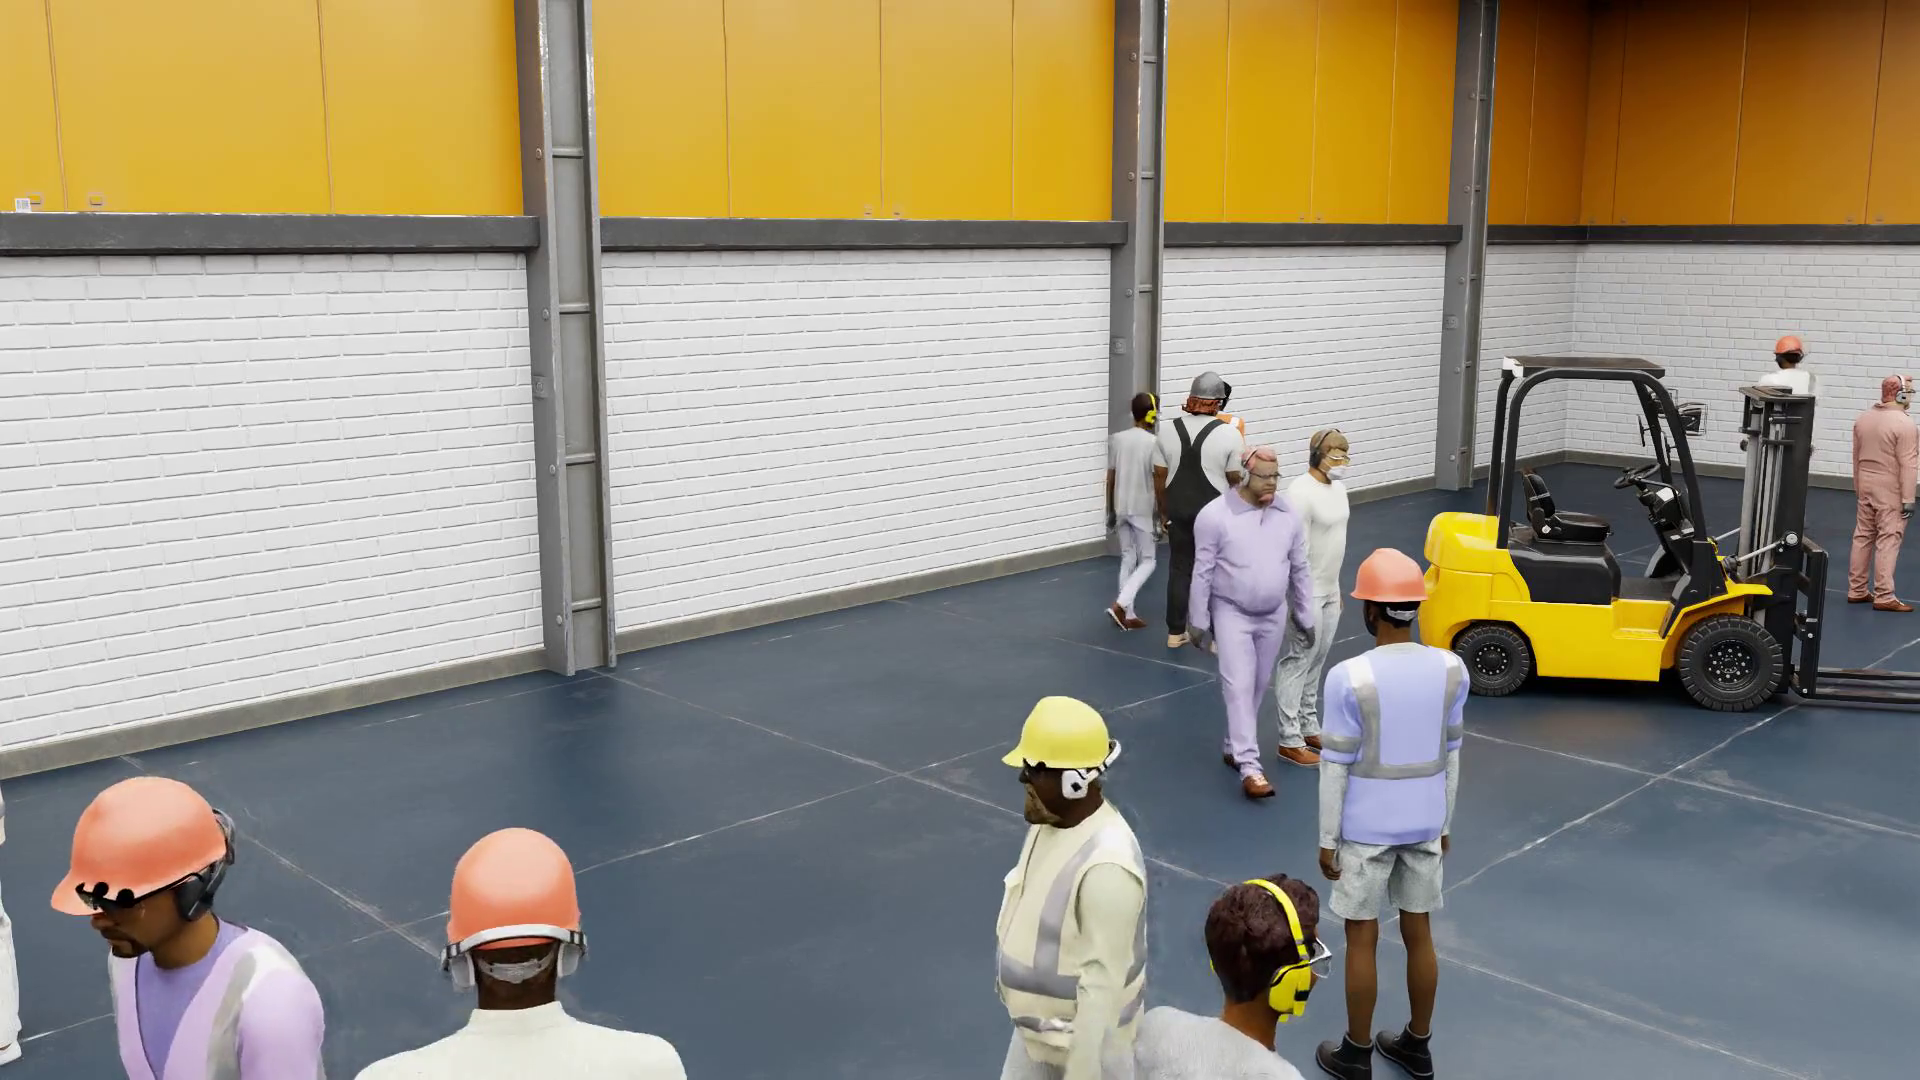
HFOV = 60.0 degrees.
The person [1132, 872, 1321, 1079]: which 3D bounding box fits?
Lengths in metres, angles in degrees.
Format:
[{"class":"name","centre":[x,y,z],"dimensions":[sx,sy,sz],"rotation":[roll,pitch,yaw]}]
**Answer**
[{"class":"person","centre":[0.599,1.521,3.250],"dimensions":[0.982,1.814,0.559],"rotation":[-7,12,-33]}]

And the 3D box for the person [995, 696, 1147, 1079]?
[{"class":"person","centre":[0.381,1.299,4.566],"dimensions":[0.893,1.795,0.604],"rotation":[-2,11,-13]}]

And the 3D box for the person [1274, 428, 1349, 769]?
[{"class":"person","centre":[2.028,0.318,9.511],"dimensions":[0.376,1.933,0.627],"rotation":[7,13,35]}]

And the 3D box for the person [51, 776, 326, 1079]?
[{"class":"person","centre":[-1.446,1.394,3.515],"dimensions":[0.601,1.995,1.028],"rotation":[6,12,28]}]

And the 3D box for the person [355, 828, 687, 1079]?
[{"class":"person","centre":[-0.752,1.510,2.923],"dimensions":[0.631,1.965,0.768],"rotation":[-3,11,-17]}]

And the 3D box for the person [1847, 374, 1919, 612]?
[{"class":"person","centre":[7.473,-0.383,13.398],"dimensions":[0.407,1.908,0.641],"rotation":[-2,11,-10]}]

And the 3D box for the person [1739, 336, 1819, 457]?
[{"class":"person","centre":[8.282,-1.065,16.863],"dimensions":[0.628,1.988,1.029],"rotation":[-1,10,-7]}]

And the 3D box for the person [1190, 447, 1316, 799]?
[{"class":"person","centre":[1.630,0.431,9.041],"dimensions":[0.673,1.881,0.737],"rotation":[-4,11,-20]}]

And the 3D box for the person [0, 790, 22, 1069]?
[{"class":"person","centre":[-3.601,1.111,5.987],"dimensions":[0.311,1.636,0.523],"rotation":[-5,12,-25]}]

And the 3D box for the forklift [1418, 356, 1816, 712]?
[{"class":"forklift","centre":[4.276,-0.101,11.076],"dimensions":[2.313,2.155,1.214],"rotation":[2,11,13]}]

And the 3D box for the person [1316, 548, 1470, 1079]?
[{"class":"person","centre":[1.501,0.986,5.890],"dimensions":[0.540,1.930,0.384],"rotation":[-2,11,-13]}]

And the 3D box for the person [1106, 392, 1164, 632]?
[{"class":"person","centre":[1.284,-0.189,12.517],"dimensions":[0.575,1.846,0.536],"rotation":[9,13,39]}]

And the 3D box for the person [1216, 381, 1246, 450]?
[{"class":"person","centre":[2.343,-0.604,15.193],"dimensions":[0.530,1.691,0.318],"rotation":[3,11,18]}]

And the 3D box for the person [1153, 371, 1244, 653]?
[{"class":"person","centre":[1.778,-0.213,12.107],"dimensions":[0.688,2.000,0.536],"rotation":[6,12,31]}]
